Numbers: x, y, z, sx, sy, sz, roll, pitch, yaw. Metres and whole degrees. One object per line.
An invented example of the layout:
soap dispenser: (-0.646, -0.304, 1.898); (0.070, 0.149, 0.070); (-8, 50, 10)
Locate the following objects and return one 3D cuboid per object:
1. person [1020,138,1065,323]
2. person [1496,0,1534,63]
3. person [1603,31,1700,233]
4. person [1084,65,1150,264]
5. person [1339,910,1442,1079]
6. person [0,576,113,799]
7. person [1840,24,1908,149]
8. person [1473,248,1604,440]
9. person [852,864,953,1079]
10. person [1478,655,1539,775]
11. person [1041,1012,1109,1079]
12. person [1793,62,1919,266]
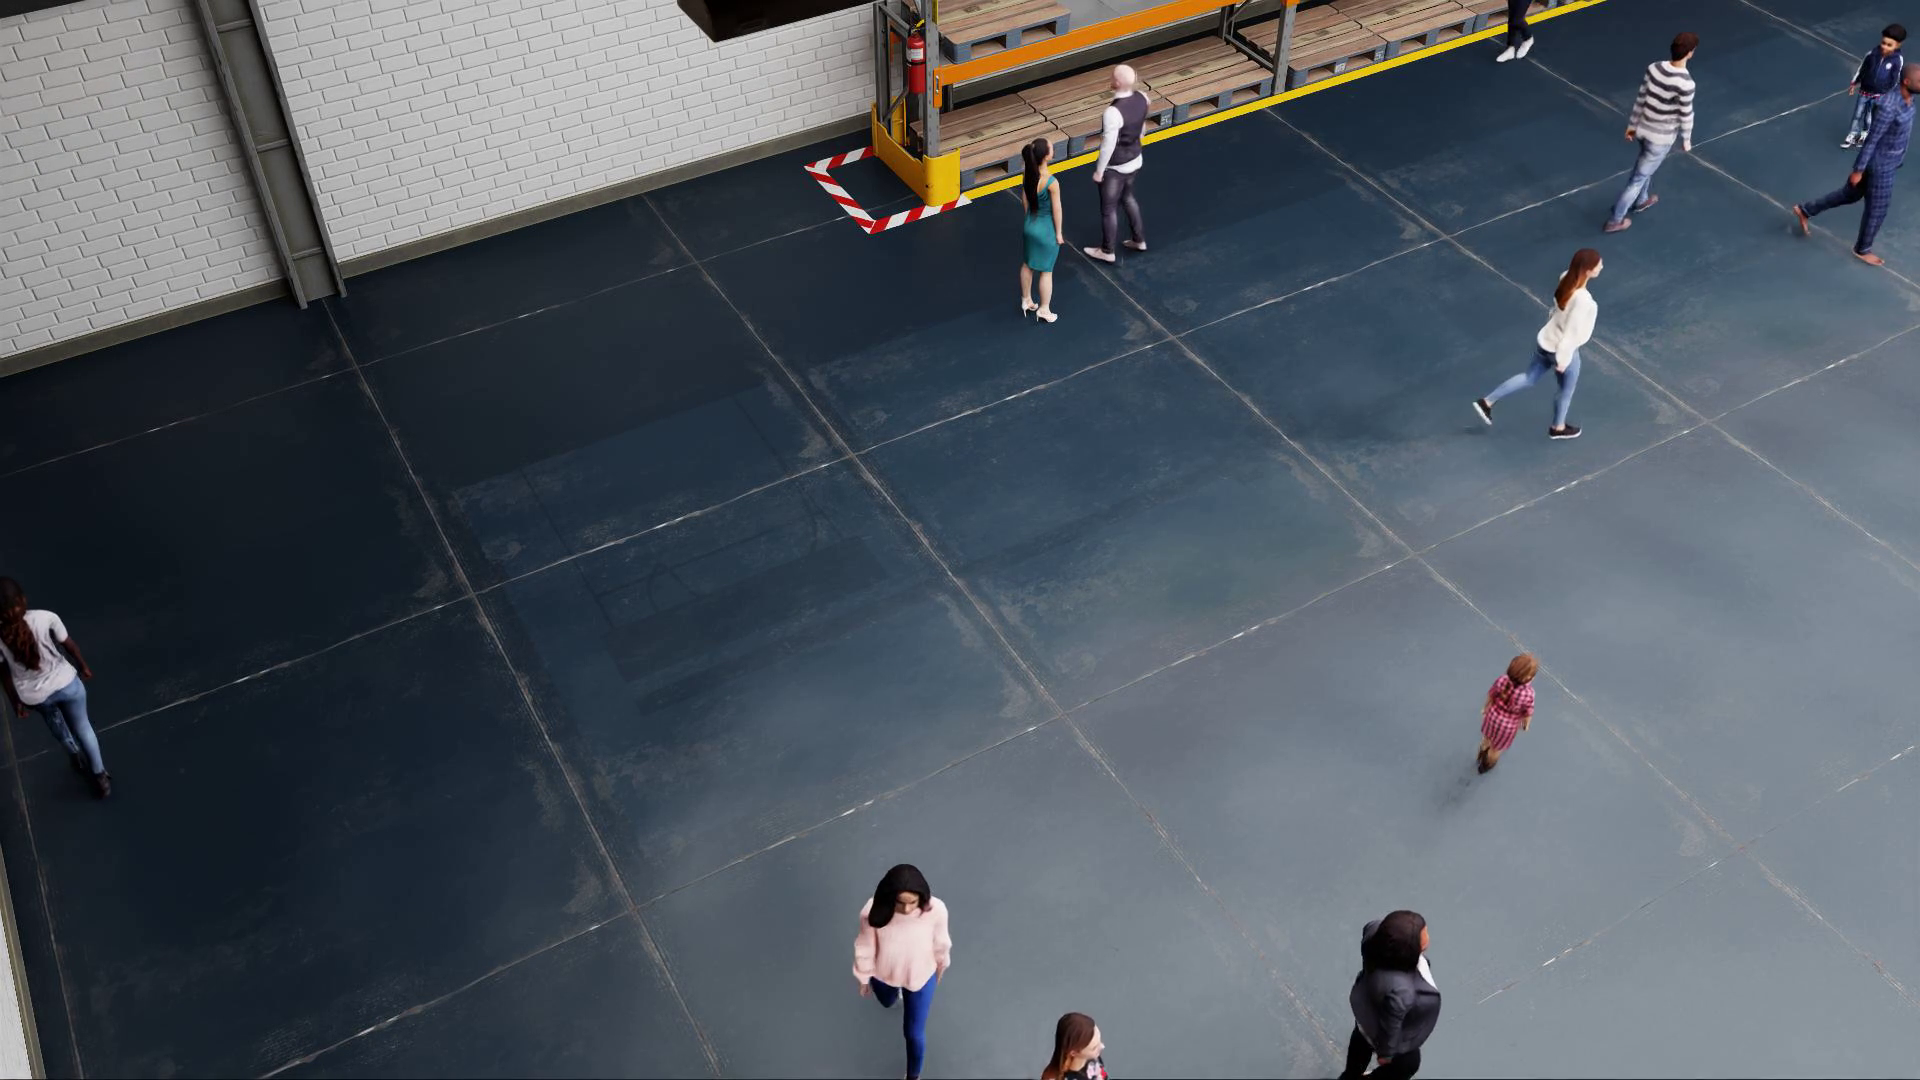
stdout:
person: (0.650, -2.507, 13.478); (0.563, 1.686, 0.588); (-34, 53, -30)
person: (5.760, -5.636, 16.760); (0.630, 1.689, 0.604); (-22, 48, -22)
person: (5.944, -3.482, 14.402); (0.979, 1.822, 0.730); (-15, 46, -15)
person: (1.374, -3.169, 14.071); (0.891, 1.825, 0.803); (25, 49, 24)
person: (2.085, 2.399, 8.397); (0.787, 1.590, 0.784); (-5, 44, -5)
person: (-5.365, 0.940, 9.843); (0.561, 1.709, 0.648); (-22, 48, -22)
person: (8.648, -4.287, 15.687); (0.587, 1.216, 0.586); (34, 53, 31)
person: (4.362, -1.431, 12.363); (1.173, 1.665, 0.962); (-1, 44, -1)
person: (-0.298, 2.147, 8.553); (1.153, 1.741, 1.123); (4, 44, 4)
person: (3.313, 1.094, 10.185); (0.490, 1.014, 0.514); (29, 51, 27)
person: (0.447, 2.754, 7.967); (0.825, 1.670, 0.771); (17, 46, 17)
person: (7.742, -3.255, 14.189); (0.965, 1.787, 1.134); (31, 52, 28)
